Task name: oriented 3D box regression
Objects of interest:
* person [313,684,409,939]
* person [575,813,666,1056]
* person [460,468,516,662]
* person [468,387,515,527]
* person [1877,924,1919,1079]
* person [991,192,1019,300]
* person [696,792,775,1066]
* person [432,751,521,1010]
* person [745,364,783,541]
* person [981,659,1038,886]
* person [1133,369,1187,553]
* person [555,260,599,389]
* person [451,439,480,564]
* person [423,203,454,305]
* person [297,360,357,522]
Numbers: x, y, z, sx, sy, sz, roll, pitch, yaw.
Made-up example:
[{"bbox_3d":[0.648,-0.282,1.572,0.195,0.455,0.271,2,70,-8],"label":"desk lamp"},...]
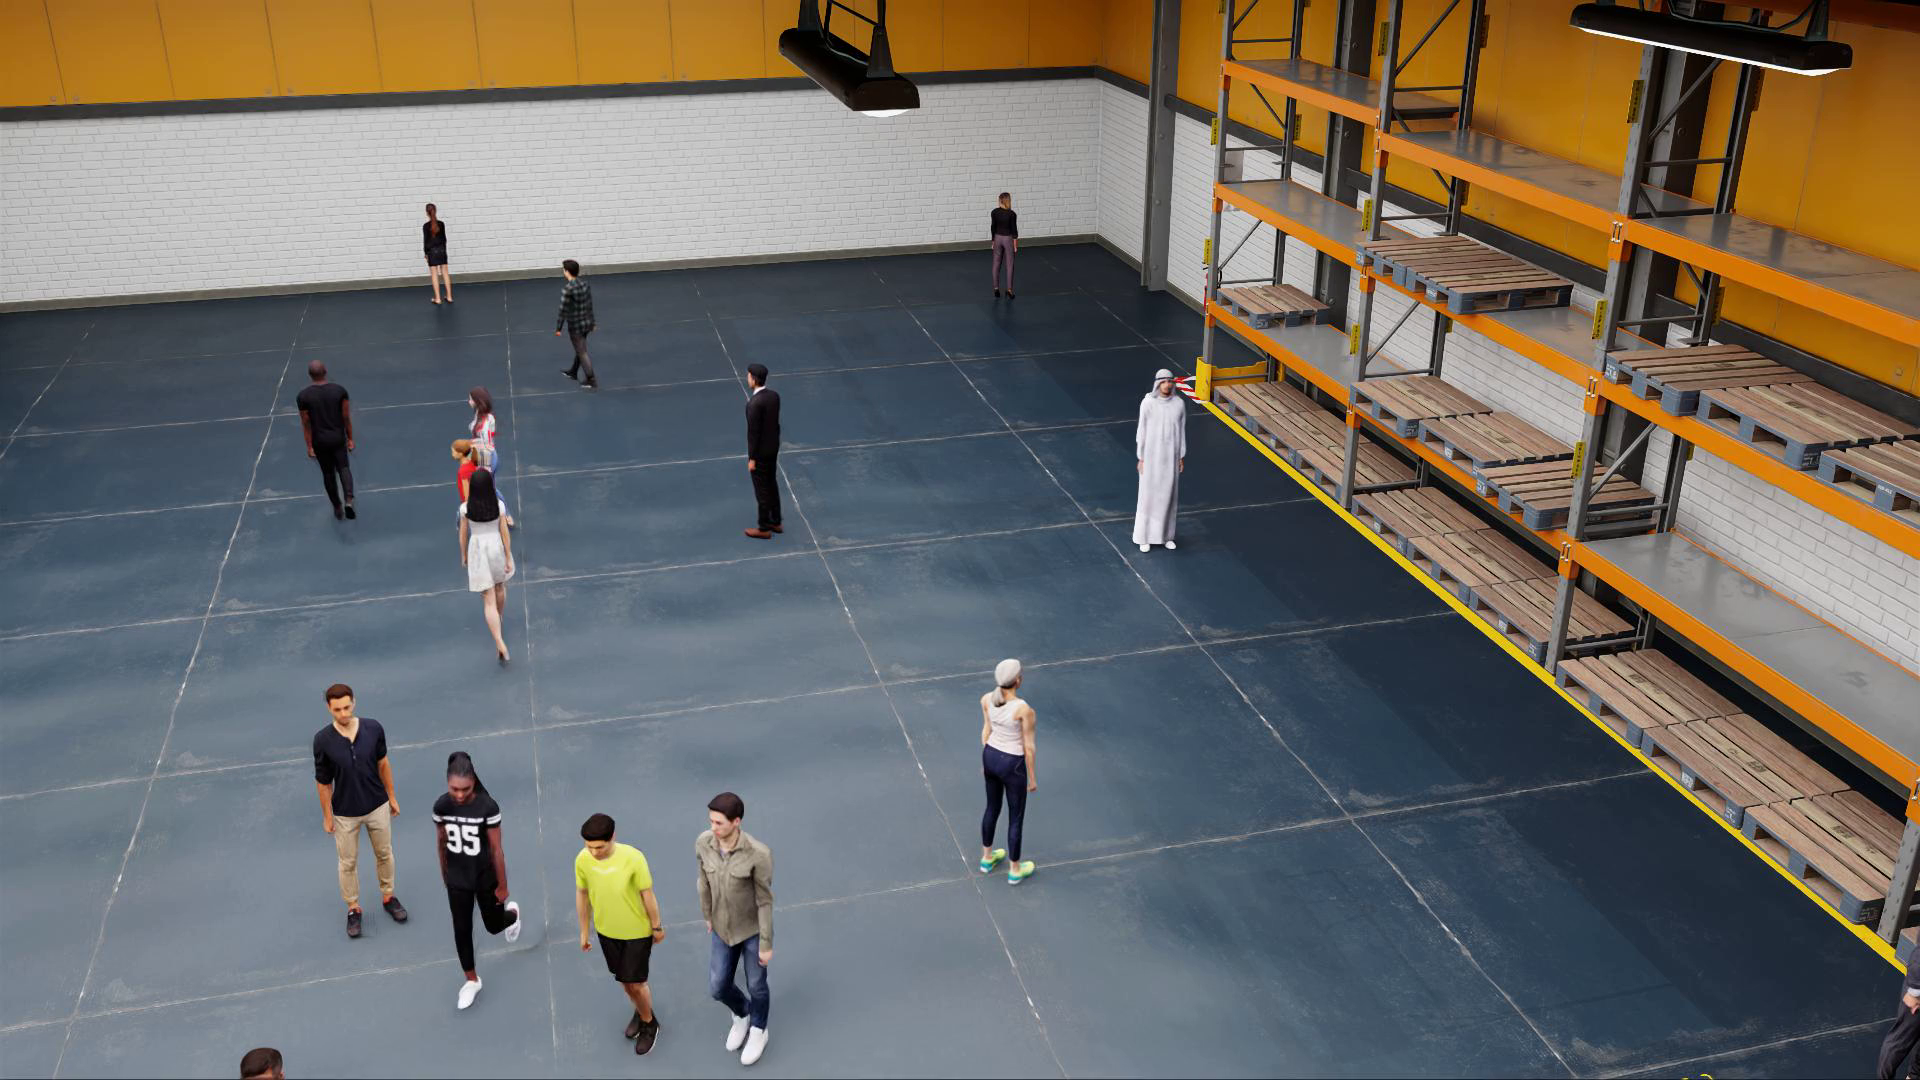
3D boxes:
[{"bbox_3d":[-4.044,1.784,11.194,0.698,1.857,0.634,-14,27,-29],"label":"person"},{"bbox_3d":[-2.038,2.310,10.215,0.788,1.676,0.827,5,24,11],"label":"person"},{"bbox_3d":[-4.206,0.263,14.848,0.650,1.717,1.186,-7,25,-16],"label":"person"},{"bbox_3d":[-4.960,-0.843,17.516,0.714,1.607,0.645,-8,25,-18],"label":"person"},{"bbox_3d":[5.661,2.538,9.631,0.603,1.727,0.516,-7,25,-16],"label":"person"},{"bbox_3d":[0.684,-4.617,26.070,0.687,1.670,0.731,11,26,23],"label":"person"},{"bbox_3d":[-1.275,2.284,10.056,0.834,1.851,0.851,8,25,17],"label":"person"},{"bbox_3d":[-3.052,2.104,10.614,0.826,1.734,1.040,5,24,10],"label":"person"},{"bbox_3d":[-2.040,-0.935,17.390,0.844,1.875,0.748,9,25,21],"label":"person"},{"bbox_3d":[0.320,1.624,11.758,0.656,1.698,0.744,17,29,34],"label":"person"},{"bbox_3d":[2.058,-0.838,17.105,0.665,1.927,0.607,-6,24,-13],"label":"person"},{"bbox_3d":[-4.949,-2.818,21.780,1.061,1.700,1.036,12,26,25],"label":"person"},{"bbox_3d":[-4.905,-0.401,16.887,0.587,1.300,0.502,0,24,0],"label":"person"},{"bbox_3d":[-8.129,-4.468,25.876,0.614,1.553,0.642,-18,29,-36],"label":"person"},{"bbox_3d":[-6.679,-1.003,17.634,0.791,1.804,0.975,-12,26,-26],"label":"person"}]
